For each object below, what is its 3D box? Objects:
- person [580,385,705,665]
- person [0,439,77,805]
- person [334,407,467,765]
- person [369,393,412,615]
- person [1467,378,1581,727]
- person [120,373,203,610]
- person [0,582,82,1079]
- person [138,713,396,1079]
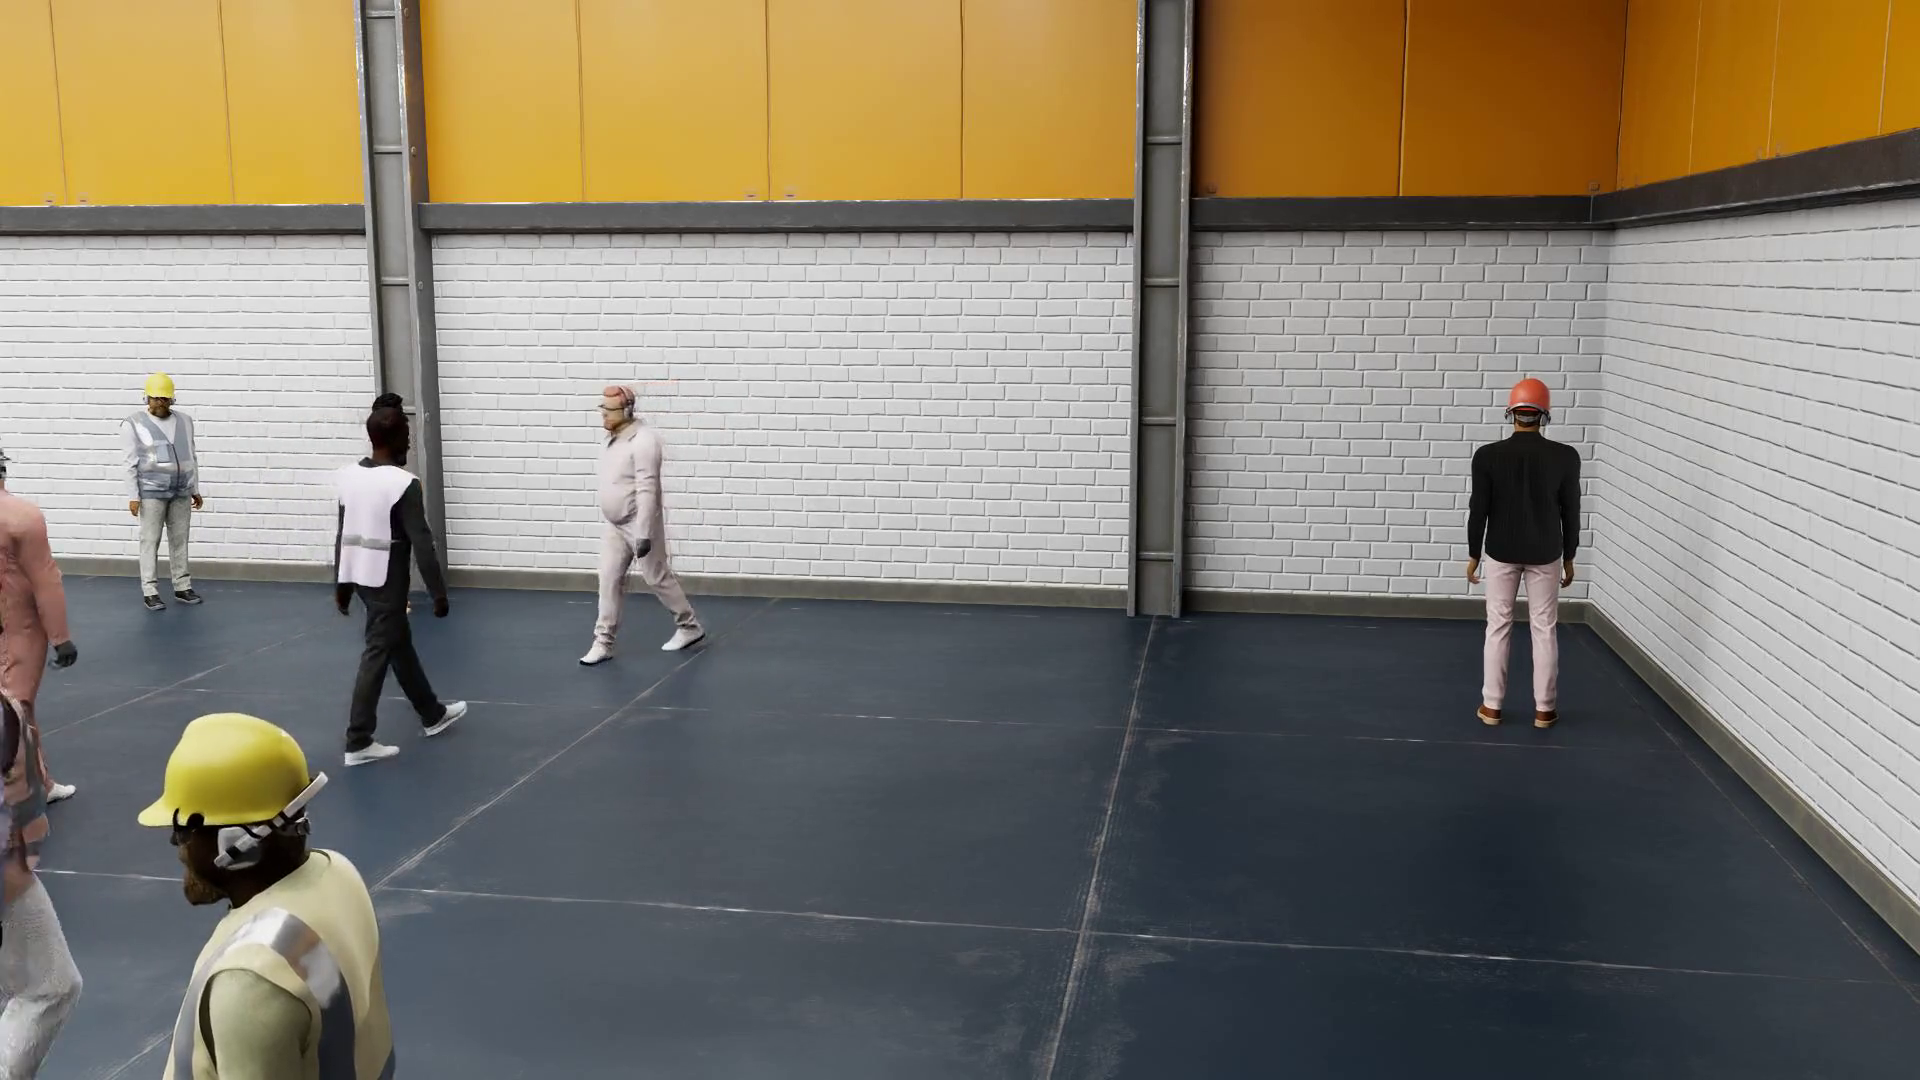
[{"bbox_3d":[-2.159,-0.119,11.165,0.647,1.864,0.914,9,13,42],"label":"person"},{"bbox_3d":[-4.489,0.438,7.685,0.643,1.873,0.936,3,10,16],"label":"person"},{"bbox_3d":[-3.006,0.222,8.990,0.616,1.872,0.954,7,11,36],"label":"person"},{"bbox_3d":[-4.326,-0.270,12.596,0.321,1.691,0.530,-3,10,-18],"label":"person"},{"bbox_3d":[3.215,0.077,9.509,0.610,1.996,0.384,3,10,17],"label":"person"},{"bbox_3d":[-6.145,-0.381,12.867,0.403,1.821,0.597,6,11,34],"label":"person"},{"bbox_3d":[-2.769,0.950,4.638,0.625,1.829,0.440,5,11,30],"label":"person"},{"bbox_3d":[-1.251,1.207,3.074,0.403,1.825,0.592,-1,9,-8],"label":"person"}]
